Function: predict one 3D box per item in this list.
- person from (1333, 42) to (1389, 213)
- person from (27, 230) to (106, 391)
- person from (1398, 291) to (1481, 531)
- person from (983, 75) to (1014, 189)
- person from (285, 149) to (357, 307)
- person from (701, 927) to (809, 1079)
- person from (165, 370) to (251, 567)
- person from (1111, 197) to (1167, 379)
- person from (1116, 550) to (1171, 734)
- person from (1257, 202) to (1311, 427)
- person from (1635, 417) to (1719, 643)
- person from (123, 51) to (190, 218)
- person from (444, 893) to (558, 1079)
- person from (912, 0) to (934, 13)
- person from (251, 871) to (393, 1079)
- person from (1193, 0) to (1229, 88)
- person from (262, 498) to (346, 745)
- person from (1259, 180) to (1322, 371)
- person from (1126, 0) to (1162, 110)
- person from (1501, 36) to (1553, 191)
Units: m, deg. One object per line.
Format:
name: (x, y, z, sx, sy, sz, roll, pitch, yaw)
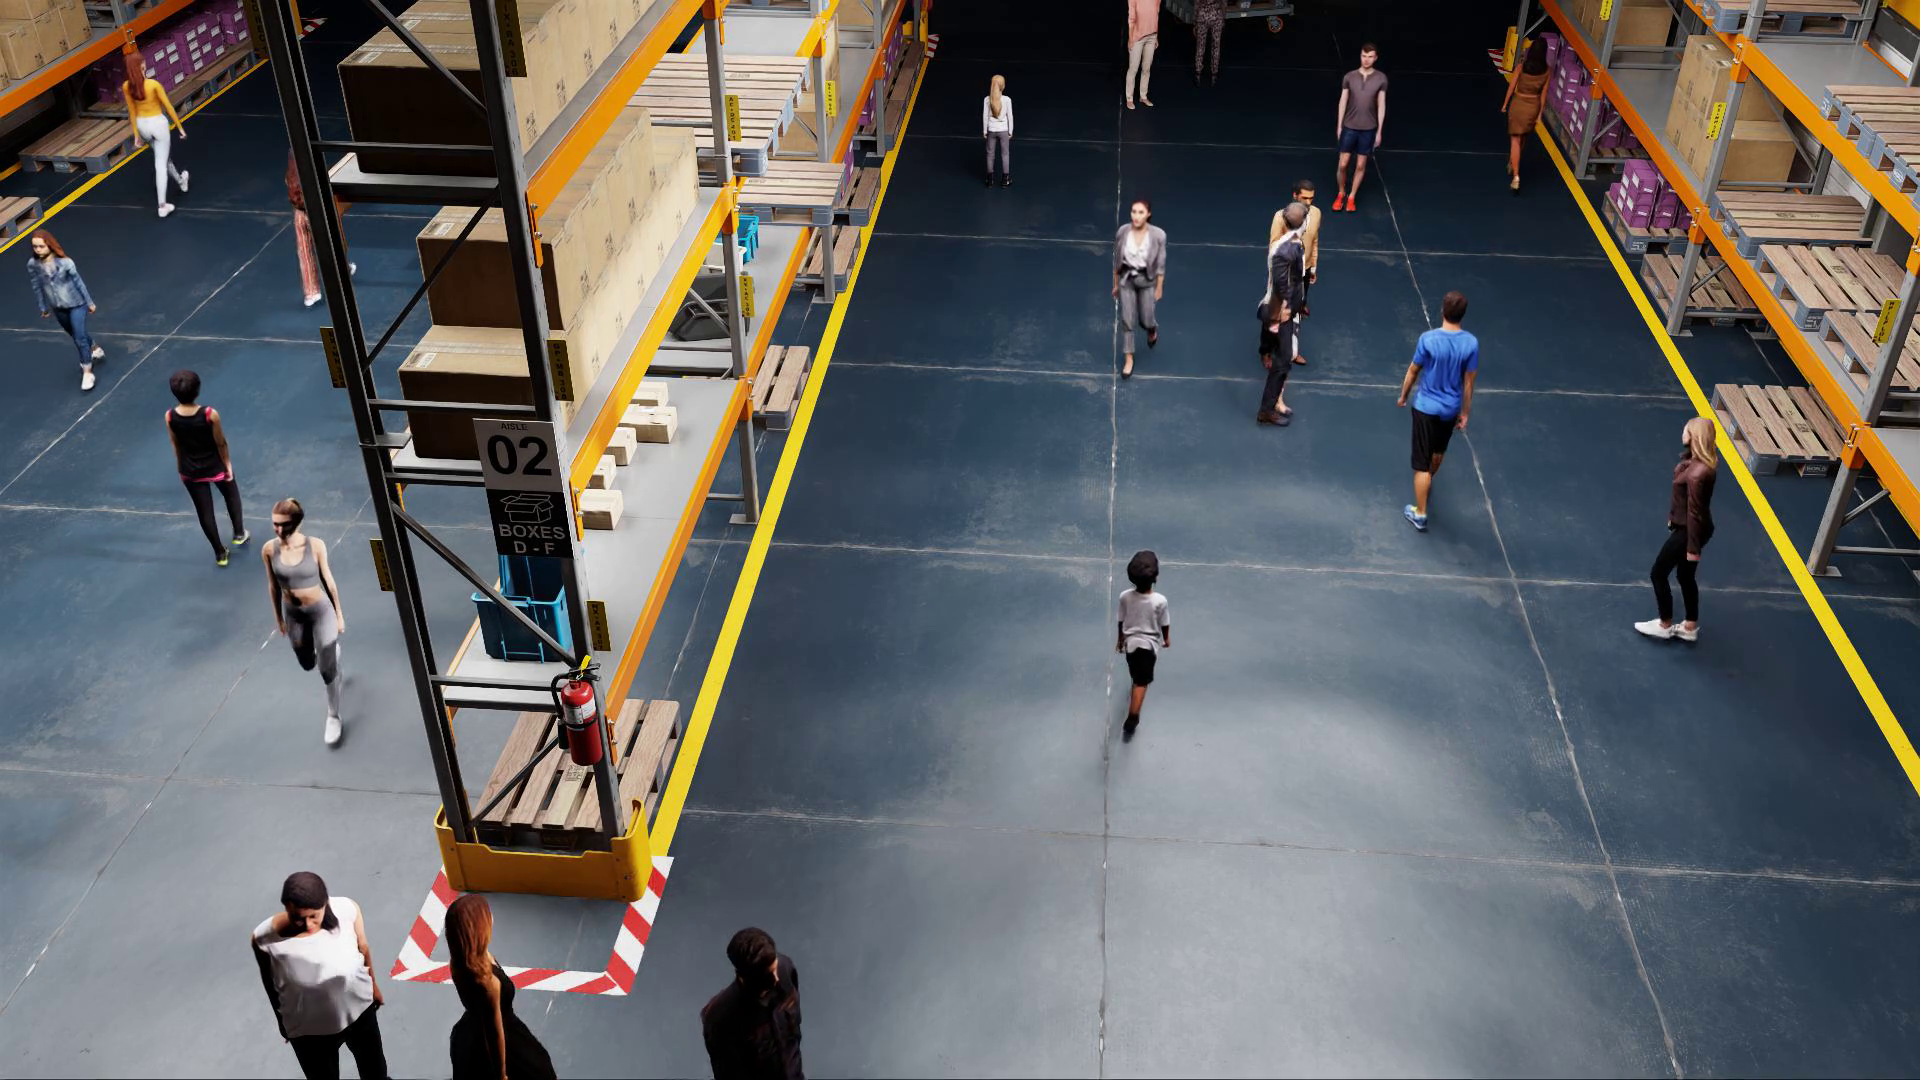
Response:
person: (4.314, -4.449, 17.889, 0.688, 1.839, 0.684, 7, 34, 11)
person: (-7.859, -2.092, 14.706, 0.628, 1.438, 0.885, 0, 34, 0)
person: (3.634, -0.924, 12.599, 0.655, 1.826, 1.020, -1, 34, -2)
person: (0.420, -4.565, 18.571, 0.503, 1.279, 0.512, 6, 34, 8)
person: (-6.292, -3.017, 16.022, 0.617, 1.521, 1.091, 6, 34, 9)
person: (-0.969, 2.391, 7.515, 0.892, 1.933, 0.798, 22, 39, 29)
person: (-5.559, -0.498, 12.218, 0.679, 1.538, 0.762, -10, 35, -14)
person: (1.601, -2.272, 14.778, 0.753, 1.659, 0.929, 12, 35, 17)
person: (1.164, 0.673, 10.727, 0.663, 1.239, 0.927, 13, 36, 19)
person: (2.681, -1.935, 14.098, 0.923, 1.850, 0.773, 23, 40, 30)
person: (5.043, -0.006, 11.366, 0.839, 1.661, 0.776, 15, 36, 21)
person: (-8.636, -4.298, 17.796, 0.699, 1.693, 1.183, -1, 34, -1)
person: (-2.223, 2.414, 7.600, 1.028, 1.800, 0.973, -23, 40, -30)
person: (-0.540, -8.543, 24.217, 0.686, 1.653, 1.152, 0, 34, 0)
person: (-3.021, 2.228, 7.978, 0.763, 1.691, 0.799, -19, 38, -26)
person: (3.210, -6.712, 21.406, 0.567, 1.715, 0.547, 3, 34, 5)
person: (-4.142, 0.452, 10.655, 0.690, 1.687, 1.006, -4, 34, -6)
person: (2.957, -2.397, 14.883, 0.752, 1.751, 0.755, -13, 36, -19)
person: (2.277, -6.267, 20.727, 0.684, 1.725, 0.686, -14, 36, -20)
person: (6.249, -4.686, 18.418, 0.587, 1.648, 1.039, 2, 34, 4)
